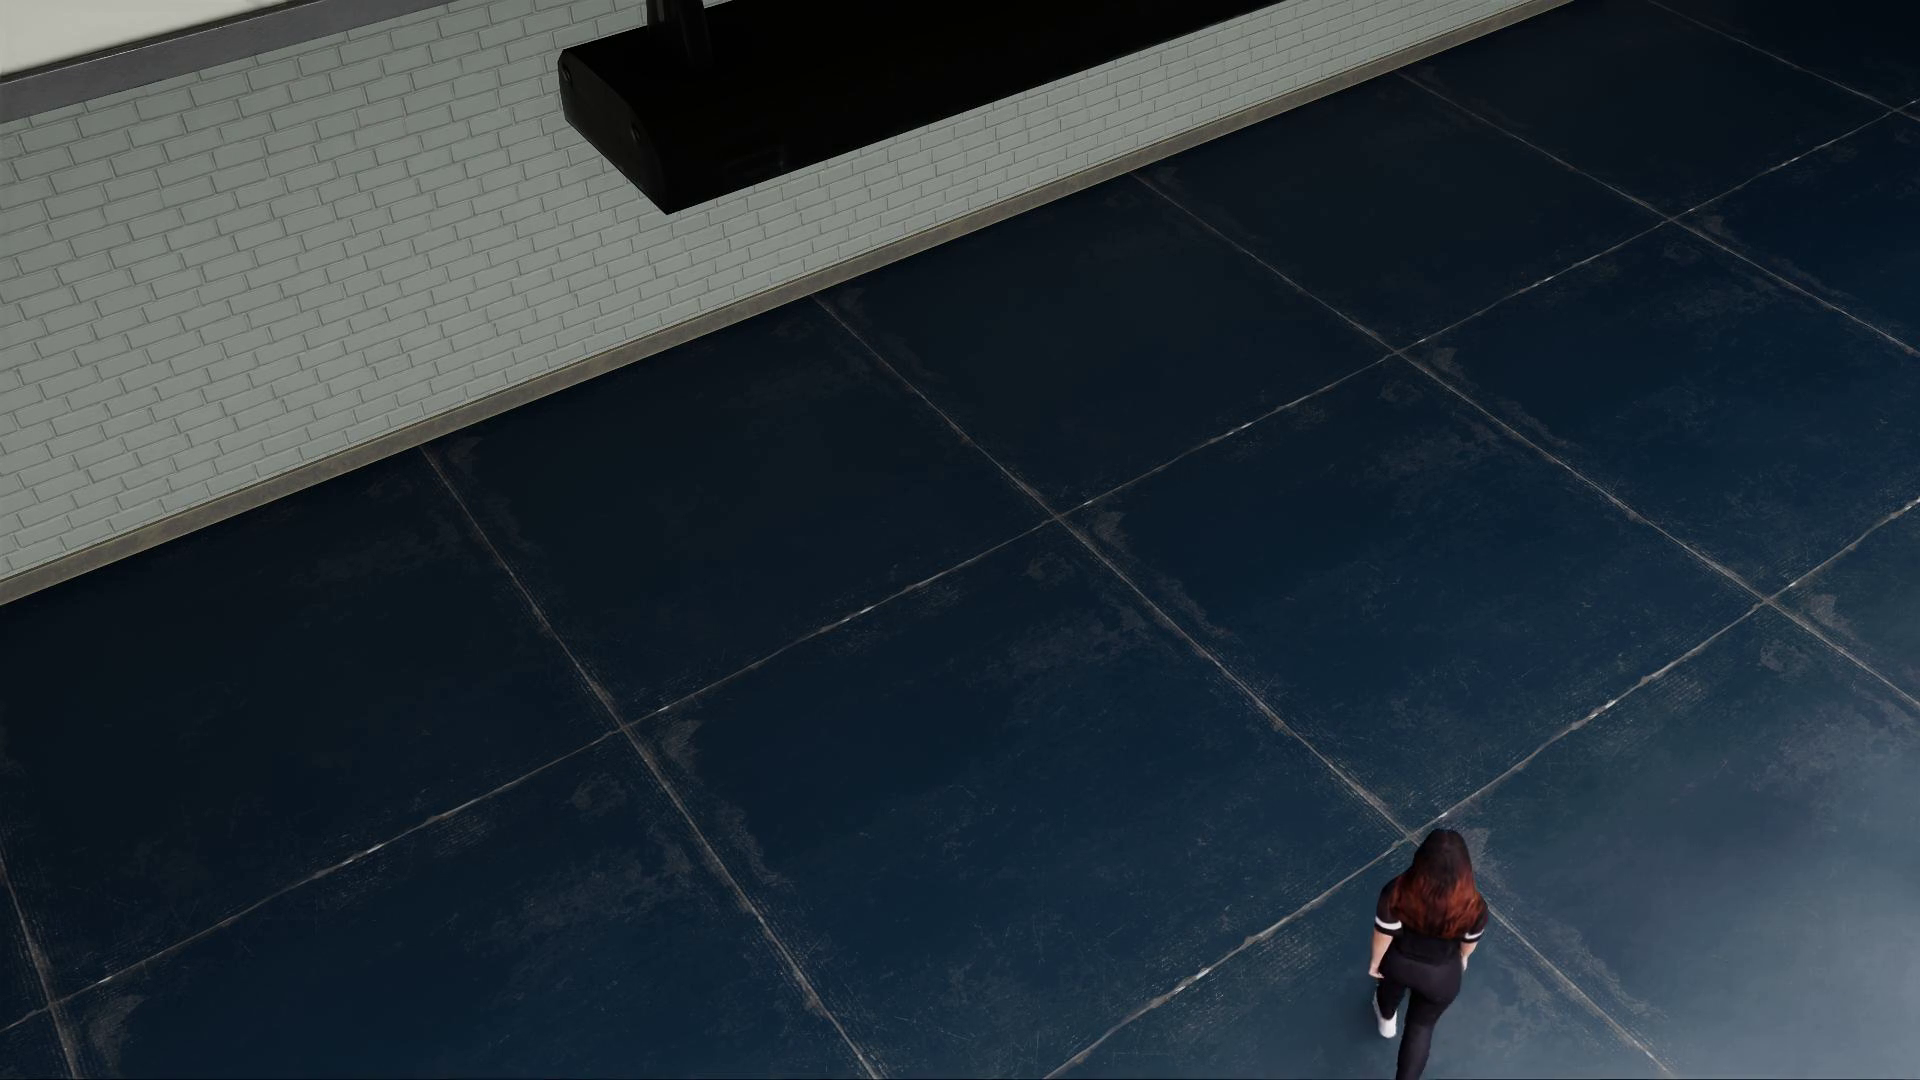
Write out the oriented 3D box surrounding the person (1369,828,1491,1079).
[{"bbox_3d":[1.954,1.859,7.069,1.072,1.612,1.066,11,44,12],"label":"person"}]
